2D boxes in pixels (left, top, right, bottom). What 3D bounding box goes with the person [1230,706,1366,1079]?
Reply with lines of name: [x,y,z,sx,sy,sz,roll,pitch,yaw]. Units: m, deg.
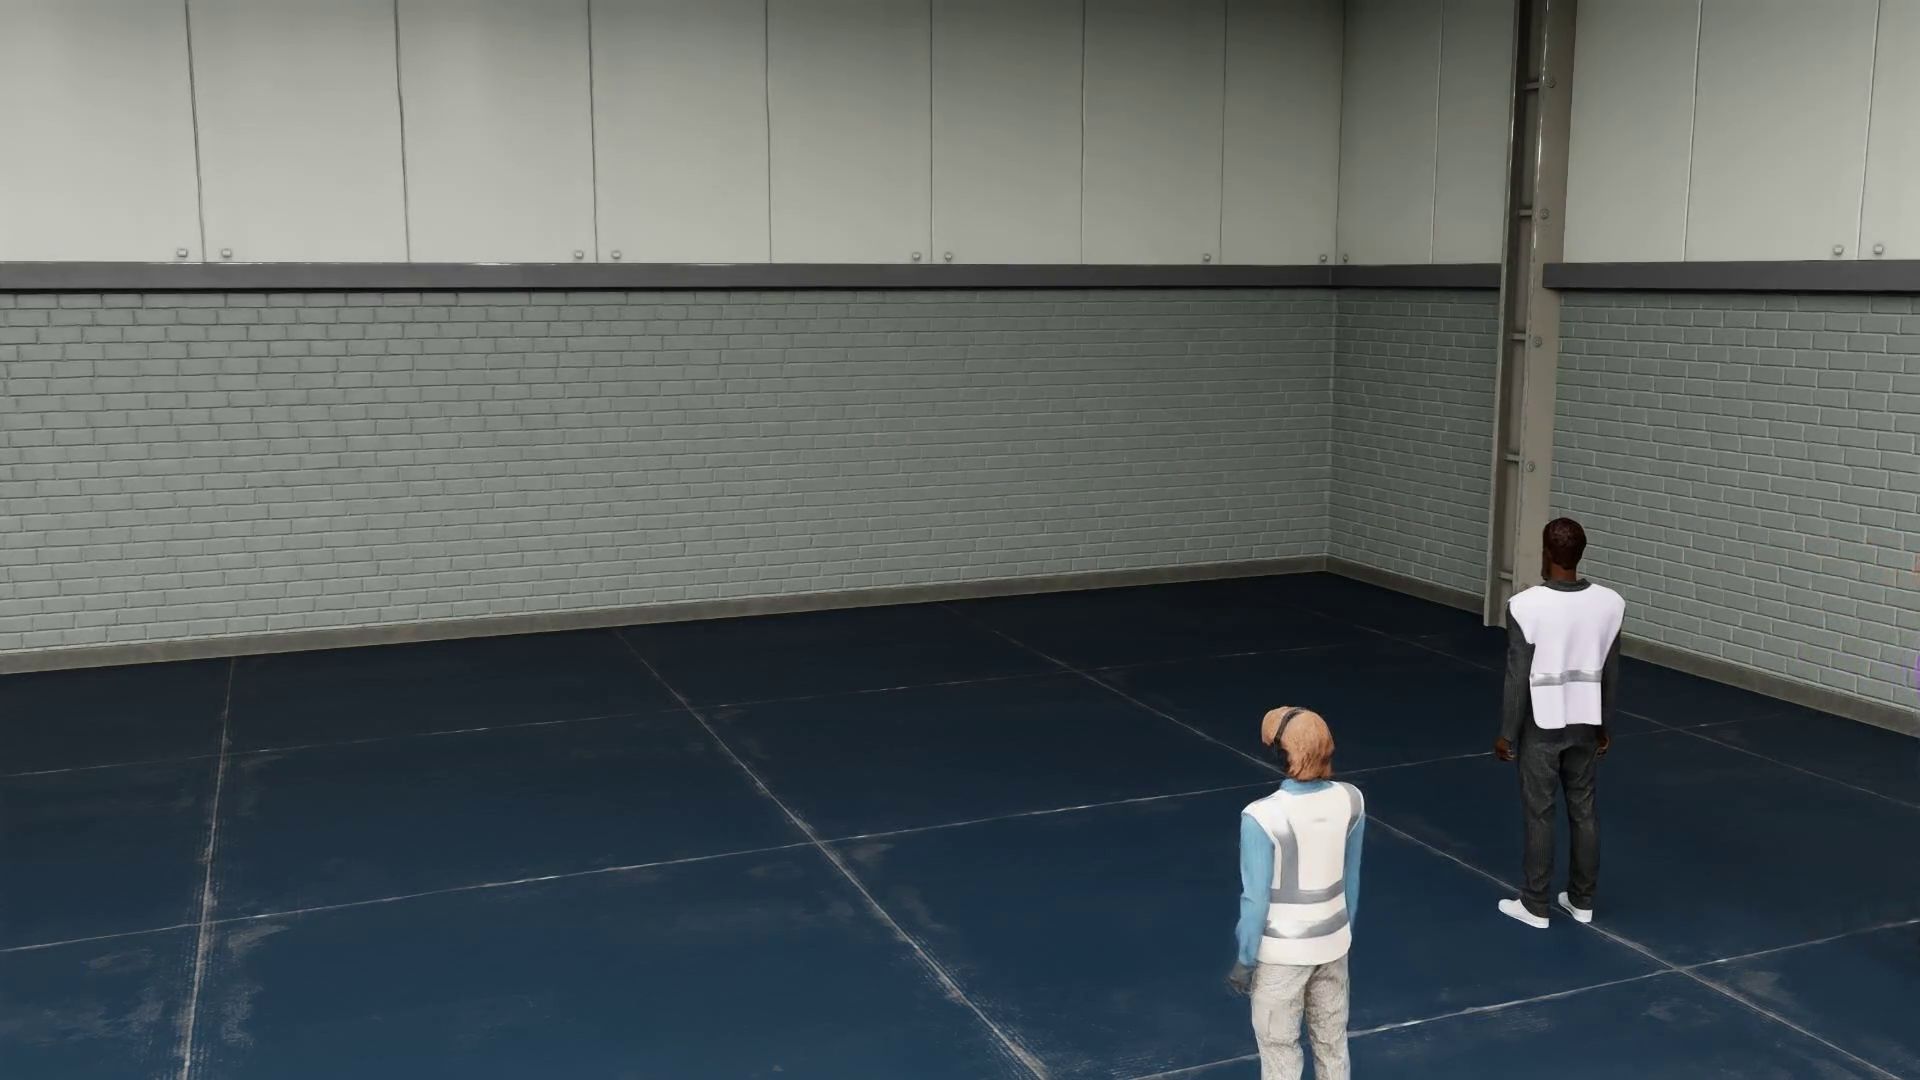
person: [1.112,1.354,5.477,0.522,1.636,0.310,-6,11,-31]

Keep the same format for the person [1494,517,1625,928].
person: [2.785,0.854,7.738,0.590,1.918,0.389,-2,9,-12]
